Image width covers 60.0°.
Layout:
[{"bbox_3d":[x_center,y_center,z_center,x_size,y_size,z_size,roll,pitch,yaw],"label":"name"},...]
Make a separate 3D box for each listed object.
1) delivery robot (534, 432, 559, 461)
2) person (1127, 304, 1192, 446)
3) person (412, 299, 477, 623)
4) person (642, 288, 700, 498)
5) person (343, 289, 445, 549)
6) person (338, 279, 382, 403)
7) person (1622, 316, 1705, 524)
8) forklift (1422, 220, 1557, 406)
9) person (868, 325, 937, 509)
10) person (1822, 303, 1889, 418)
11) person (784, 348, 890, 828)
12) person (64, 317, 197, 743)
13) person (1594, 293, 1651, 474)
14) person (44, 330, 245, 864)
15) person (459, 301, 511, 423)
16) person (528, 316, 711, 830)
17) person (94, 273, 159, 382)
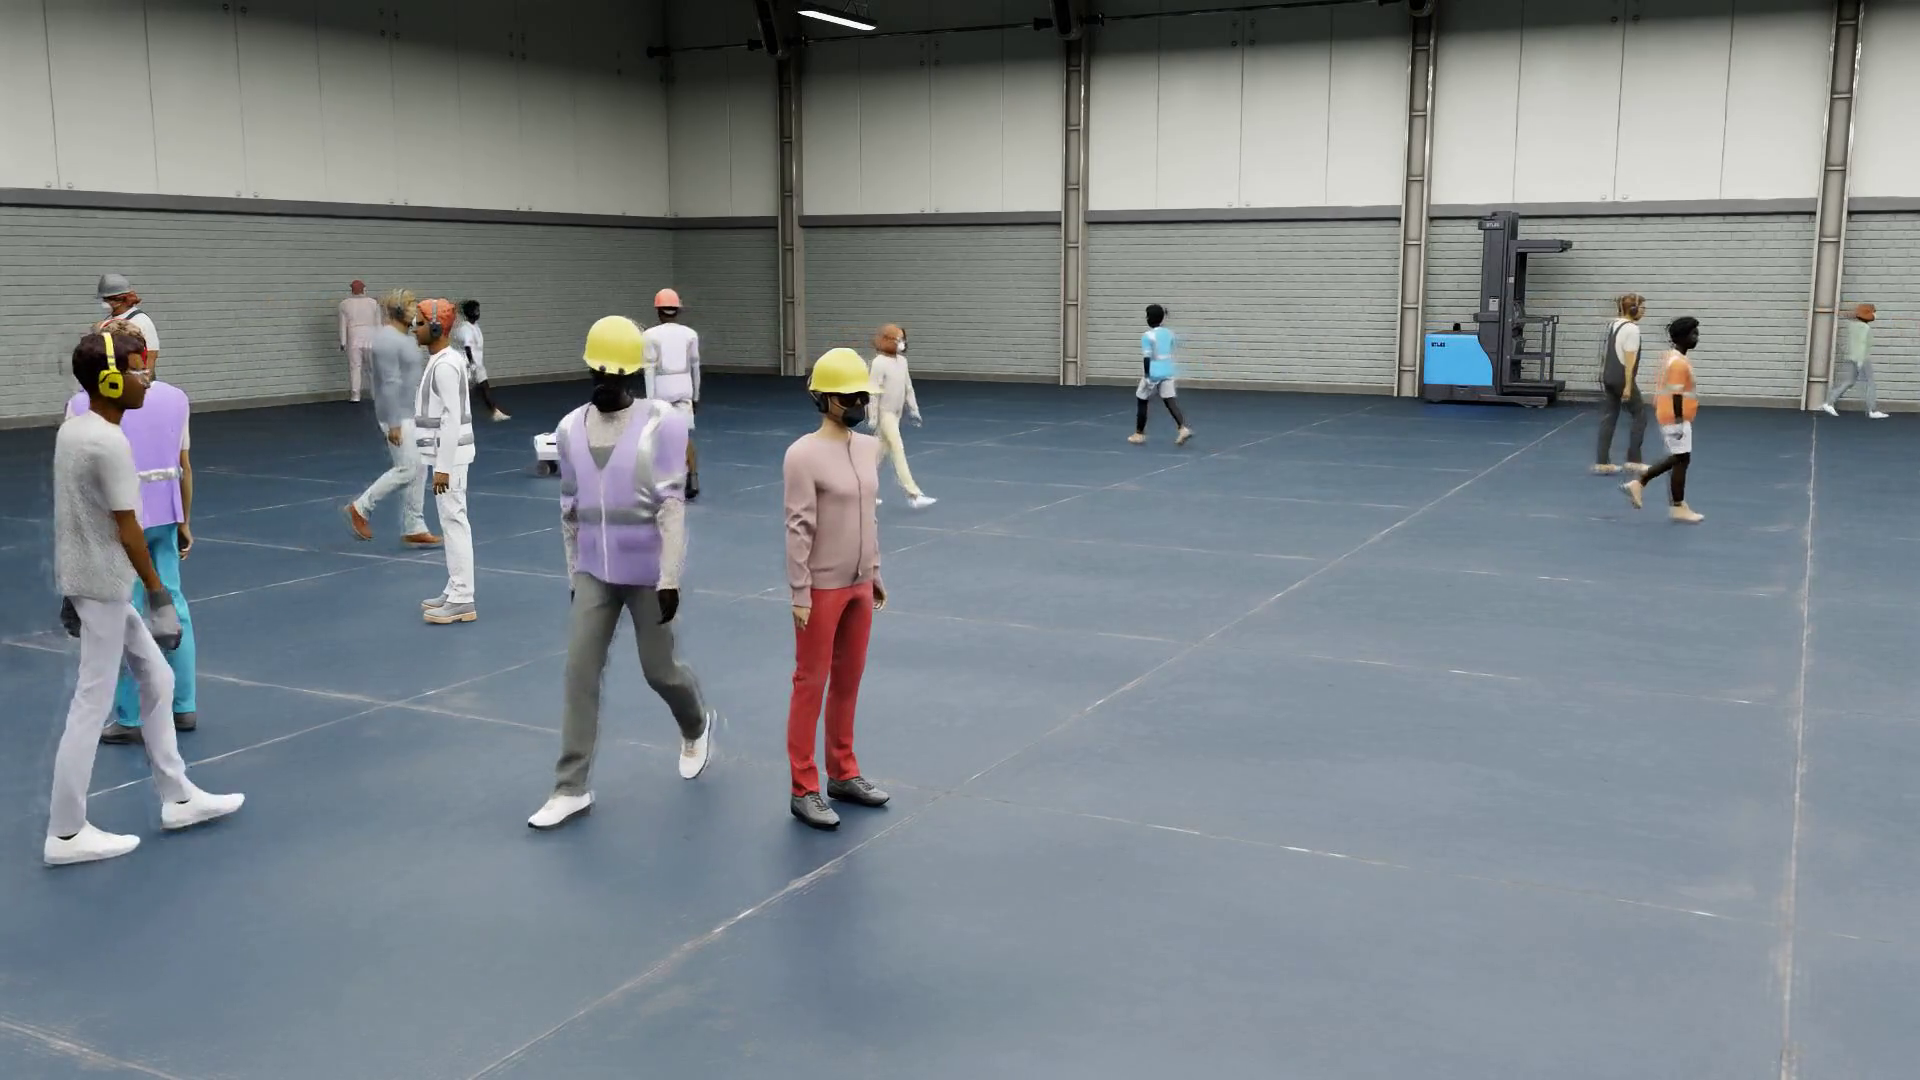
[{"bbox_3d":[-3.894,-0.952,16.700,0.707,0.478,0.477,1,9,4],"label":"delivery robot"},{"bbox_3d":[2.367,-1.944,19.560,0.534,1.665,0.831,-7,12,-37],"label":"person"},{"bbox_3d":[-3.033,-0.466,9.780,0.355,1.883,0.574,-3,10,-17],"label":"person"},{"bbox_3d":[-2.601,-1.334,15.114,0.561,1.895,0.978,-5,10,-27],"label":"person"},{"bbox_3d":[-4.173,-0.881,12.225,0.618,1.919,0.641,0,9,1],"label":"person"},{"bbox_3d":[-9.329,-3.092,25.898,0.638,1.910,0.407,-5,10,-27],"label":"person"},{"bbox_3d":[5.812,-0.989,13.595,0.564,1.682,0.545,3,10,20],"label":"person"},{"bbox_3d":[8.245,-3.527,25.720,1.873,2.768,1.129,5,10,27],"label":"forklift"},{"bbox_3d":[-0.571,-1.068,14.407,0.864,1.577,0.516,4,10,25],"label":"person"},{"bbox_3d":[12.617,-2.527,23.366,0.804,1.599,0.501,2,9,12],"label":"person"},{"bbox_3d":[-0.445,0.168,6.229,0.325,1.767,0.533,6,11,33],"label":"person"},{"bbox_3d":[-3.597,-0.043,7.276,0.378,1.844,0.569,4,10,25],"label":"person"},{"bbox_3d":[6.774,-1.572,16.798,0.708,1.817,0.537,-1,9,-8],"label":"person"},{"bbox_3d":[-2.906,0.187,5.888,0.833,1.835,0.553,-8,12,-39],"label":"person"},{"bbox_3d":[-6.554,-2.384,22.328,0.894,1.648,0.545,1,9,3],"label":"person"},{"bbox_3d":[-1.264,0.086,6.348,0.585,1.888,0.883,4,10,21],"label":"person"},{"bbox_3d":[-7.461,-1.338,14.803,0.673,2.000,0.535,7,11,37],"label":"person"}]
